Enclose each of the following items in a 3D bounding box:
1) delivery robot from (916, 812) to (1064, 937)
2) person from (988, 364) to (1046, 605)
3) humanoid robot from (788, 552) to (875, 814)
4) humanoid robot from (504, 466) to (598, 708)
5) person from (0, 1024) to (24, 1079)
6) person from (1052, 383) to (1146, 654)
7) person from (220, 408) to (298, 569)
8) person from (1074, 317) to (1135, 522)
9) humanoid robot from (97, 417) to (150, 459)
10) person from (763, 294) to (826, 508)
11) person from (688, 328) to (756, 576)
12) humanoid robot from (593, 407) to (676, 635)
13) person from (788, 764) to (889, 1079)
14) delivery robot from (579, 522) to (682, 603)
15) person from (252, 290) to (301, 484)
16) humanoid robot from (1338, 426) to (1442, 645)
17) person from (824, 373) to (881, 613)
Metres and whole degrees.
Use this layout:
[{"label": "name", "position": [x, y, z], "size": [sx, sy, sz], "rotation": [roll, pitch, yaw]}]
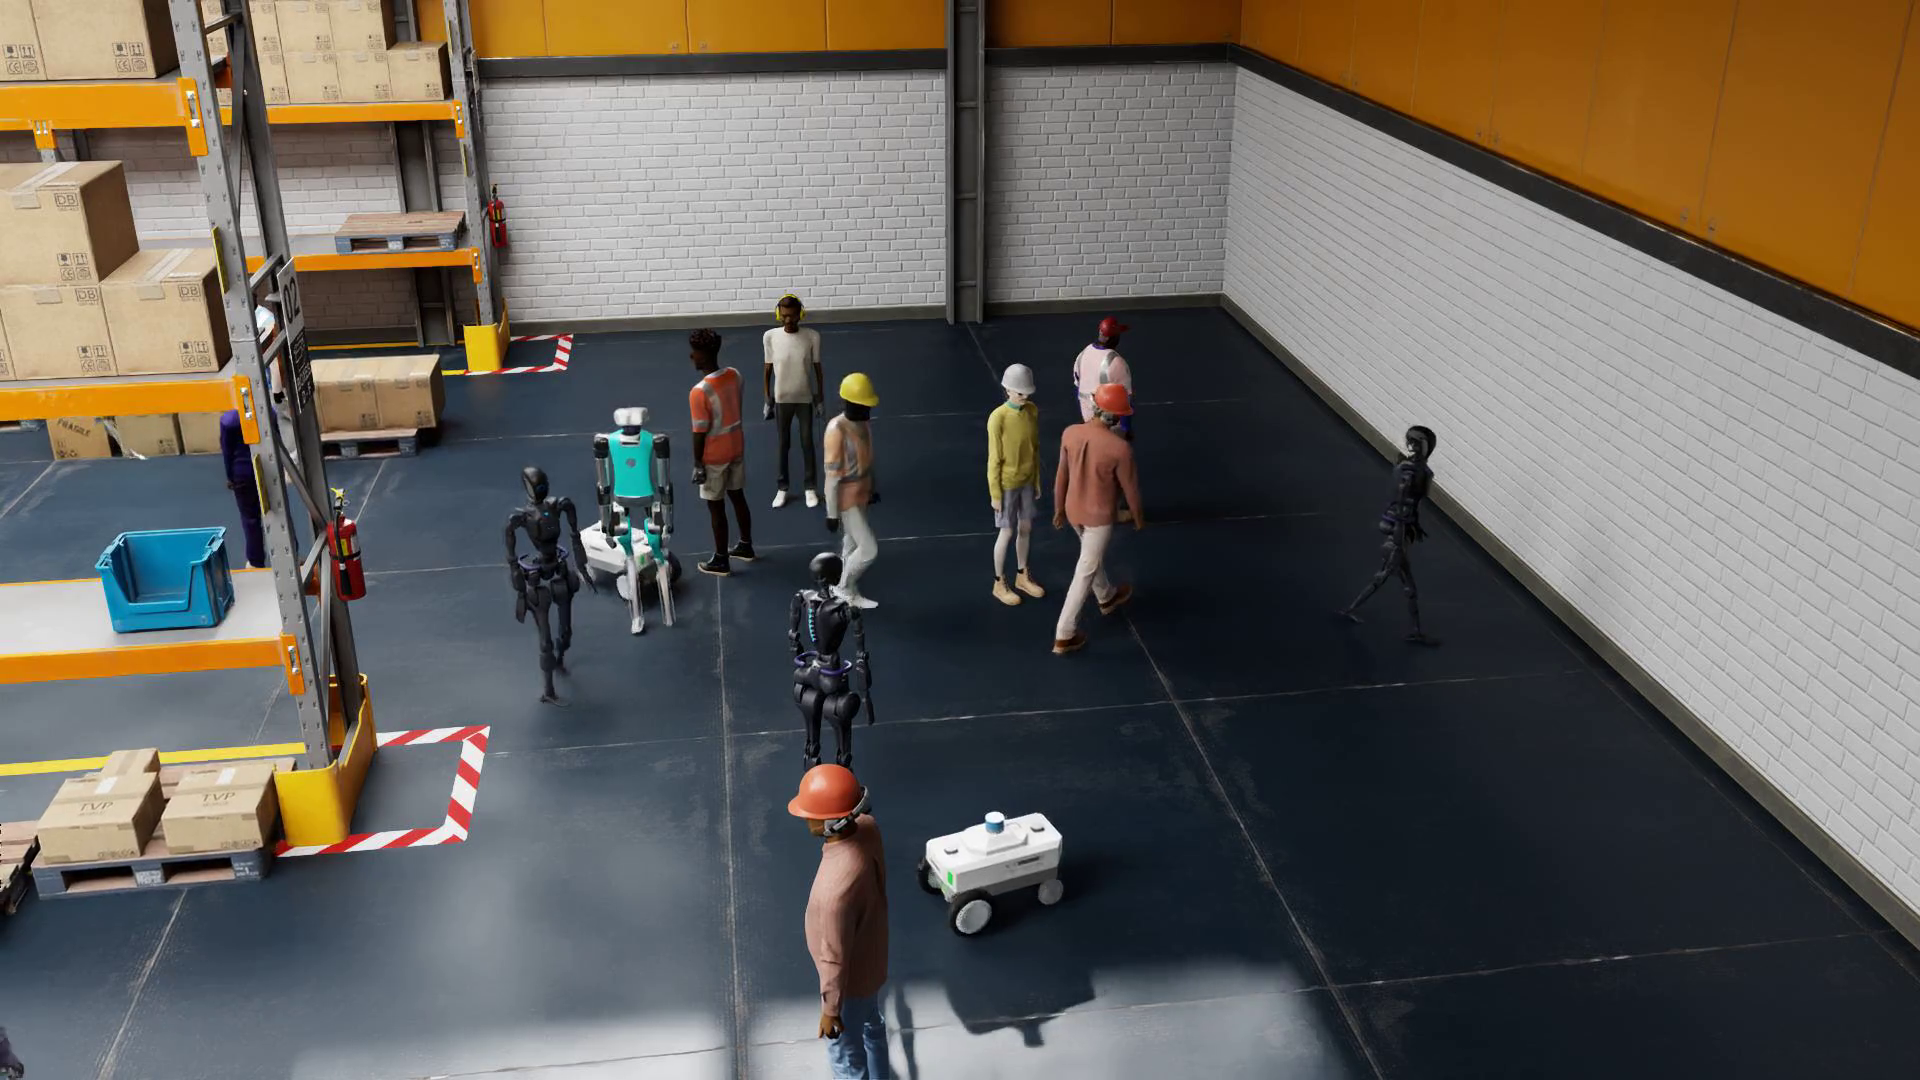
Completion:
[{"label": "delivery robot", "position": [0.179, 1.756, 9.032], "size": [0.790, 0.589, 0.499], "rotation": [-10, 26, -22]}, {"label": "person", "position": [0.400, -0.421, 12.363], "size": [0.489, 1.879, 0.412], "rotation": [-20, 31, -38]}, {"label": "humanoid robot", "position": [-0.774, 0.843, 9.707], "size": [0.599, 1.657, 0.315], "rotation": [16, 28, 31]}, {"label": "humanoid robot", "position": [-2.724, 0.265, 11.096], "size": [0.593, 1.638, 0.640], "rotation": [-22, 32, -40]}, {"label": "person", "position": [-4.033, 2.228, 6.647], "size": [0.701, 1.604, 0.497], "rotation": [-3, 24, -6]}, {"label": "person", "position": [0.981, -0.198, 11.798], "size": [1.036, 1.919, 0.608], "rotation": [-20, 31, -38]}, {"label": "person", "position": [-5.470, -0.526, 12.918], "size": [0.457, 1.616, 0.368], "rotation": [-21, 31, -39]}, {"label": "person", "position": [1.218, -1.004, 13.835], "size": [0.420, 1.752, 0.623], "rotation": [-17, 29, -33]}, {"label": "humanoid robot", "position": [-7.937, -1.590, 15.235], "size": [0.938, 1.786, 0.547], "rotation": [6, 24, 14]}, {"label": "person", "position": [-1.403, -1.170, 14.076], "size": [0.533, 1.866, 0.315], "rotation": [-1, 24, -1]}, {"label": "person", "position": [-1.873, -0.685, 12.866], "size": [0.382, 1.957, 0.602], "rotation": [12, 27, 26]}, {"label": "humanoid robot", "position": [-2.284, -0.158, 11.940], "size": [0.541, 1.808, 0.695], "rotation": [-1, 24, -3]}, {"label": "person", "position": [-0.499, 1.824, 7.112], "size": [0.403, 1.986, 0.610], "rotation": [4, 24, 9]}, {"label": "delivery robot", "position": [-2.572, 0.109, 12.767], "size": [0.766, 0.575, 0.499], "rotation": [14, 27, 29]}, {"label": "person", "position": [-6.152, -1.388, 14.619], "size": [0.623, 1.835, 0.431], "rotation": [15, 28, 30]}, {"label": "humanoid robot", "position": [3.122, -0.062, 11.869], "size": [0.787, 1.636, 0.611], "rotation": [12, 26, 25]}, {"label": "person", "position": [-0.756, -0.319, 12.093], "size": [0.453, 1.900, 0.693], "rotation": [7, 25, 16]}]
